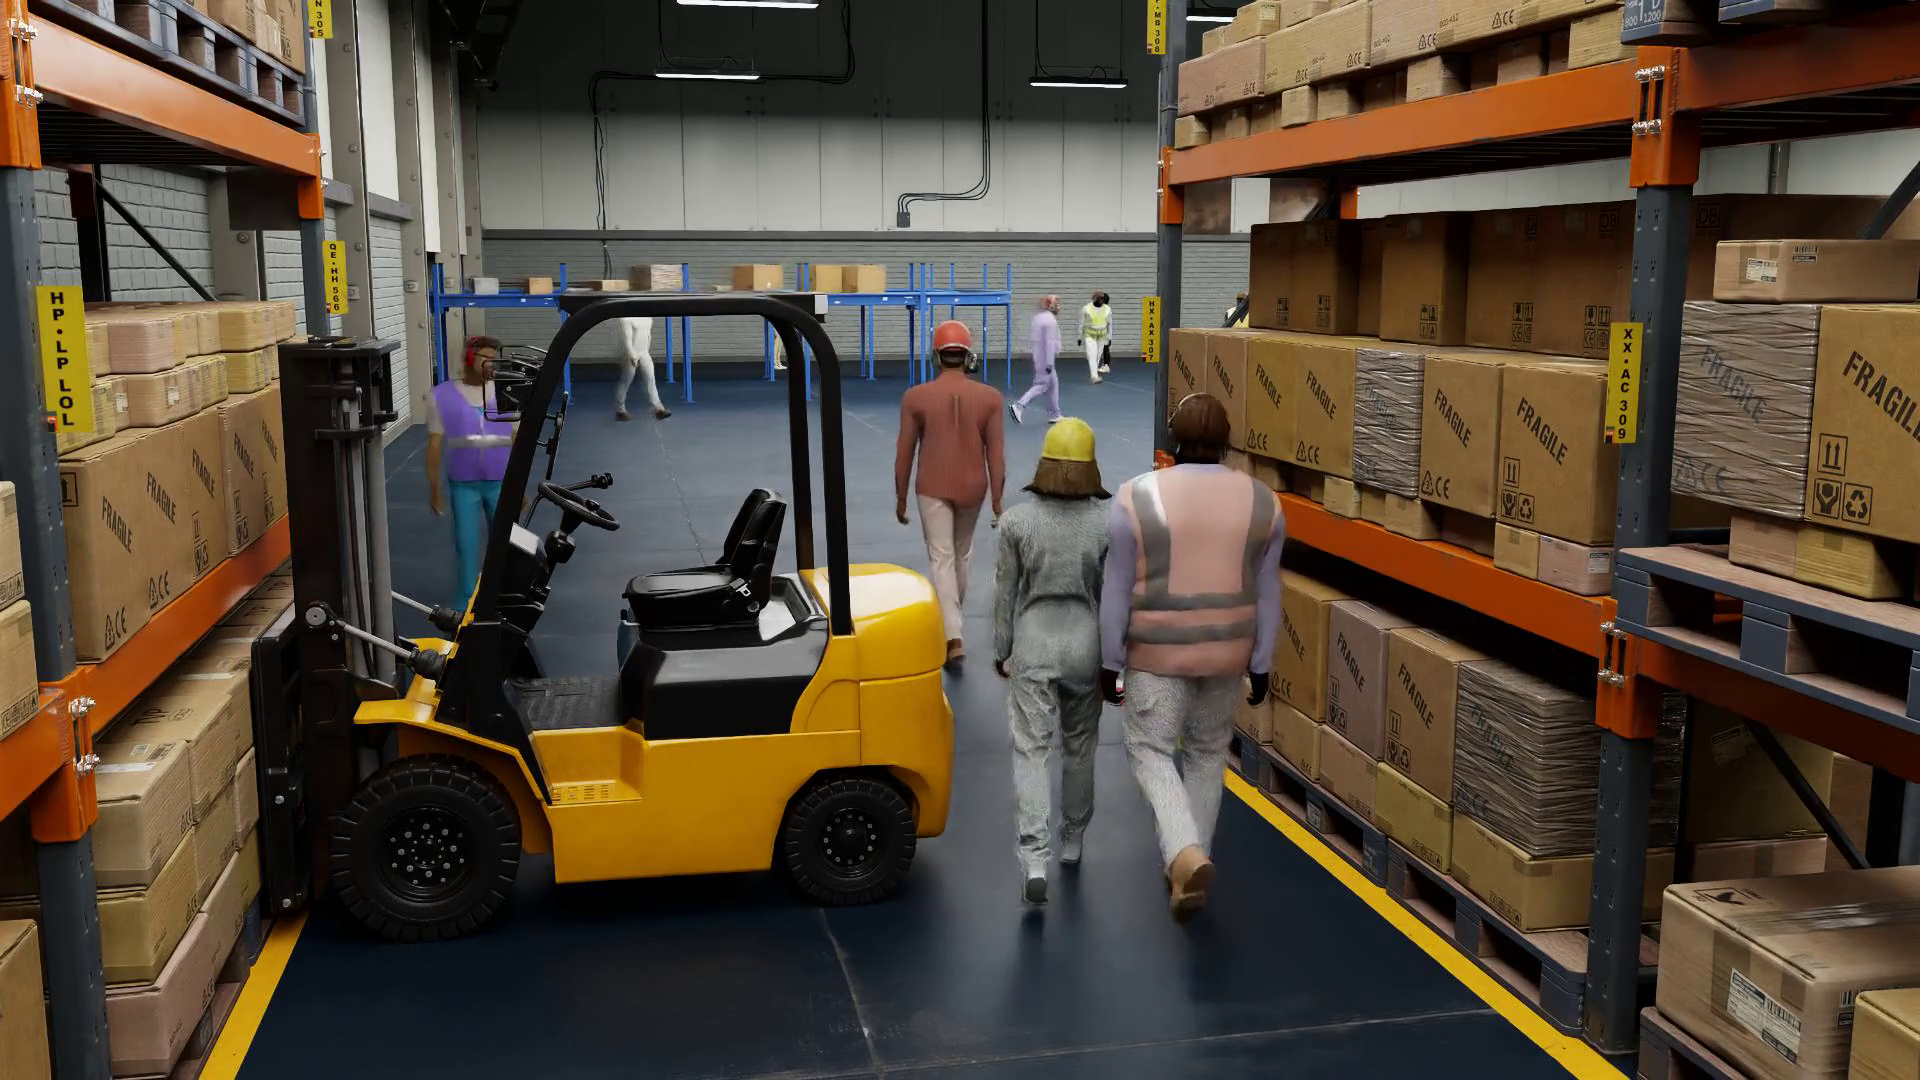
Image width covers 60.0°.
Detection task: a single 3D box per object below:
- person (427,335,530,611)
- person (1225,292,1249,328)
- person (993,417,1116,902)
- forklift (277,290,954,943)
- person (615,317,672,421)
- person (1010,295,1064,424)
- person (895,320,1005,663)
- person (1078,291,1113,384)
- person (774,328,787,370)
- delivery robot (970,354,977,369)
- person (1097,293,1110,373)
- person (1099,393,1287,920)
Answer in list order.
[{"bbox_3d":[-2.962,-0.331,10.218,0.602,1.829,0.380,-6,11,-31],"label":"person"},{"bbox_3d":[4.674,-3.182,27.558,0.624,1.841,0.430,2,10,15],"label":"person"},{"bbox_3d":[0.364,0.412,6.013,0.485,1.713,0.831,0,9,0],"label":"person"},{"bbox_3d":[-1.179,0.175,6.143,2.313,2.155,1.214,-2,10,-12],"label":"forklift"},{"bbox_3d":[-4.705,-2.677,24.359,1.010,1.884,0.642,7,12,36],"label":"person"},{"bbox_3d":[1.161,-2.594,23.920,0.864,1.867,0.687,-1,9,-7],"label":"person"},{"bbox_3d":[-0.057,-0.293,9.627,0.627,1.951,1.003,-2,10,-12],"label":"person"},{"bbox_3d":[2.622,-3.945,32.388,0.665,1.793,0.971,-2,10,-15],"label":"person"},{"bbox_3d":[-4.016,-4.594,36.789,0.289,1.632,0.498,2,10,14],"label":"person"},{"bbox_3d":[-0.006,-3.884,35.586,0.707,0.478,0.477,6,11,31],"label":"delivery robot"},{"bbox_3d":[3.088,-4.440,35.655,0.321,1.697,0.529,0,9,-1],"label":"person"},{"bbox_3d":[0.803,0.409,5.713,0.638,1.820,0.665,-2,9,-10],"label":"person"}]
